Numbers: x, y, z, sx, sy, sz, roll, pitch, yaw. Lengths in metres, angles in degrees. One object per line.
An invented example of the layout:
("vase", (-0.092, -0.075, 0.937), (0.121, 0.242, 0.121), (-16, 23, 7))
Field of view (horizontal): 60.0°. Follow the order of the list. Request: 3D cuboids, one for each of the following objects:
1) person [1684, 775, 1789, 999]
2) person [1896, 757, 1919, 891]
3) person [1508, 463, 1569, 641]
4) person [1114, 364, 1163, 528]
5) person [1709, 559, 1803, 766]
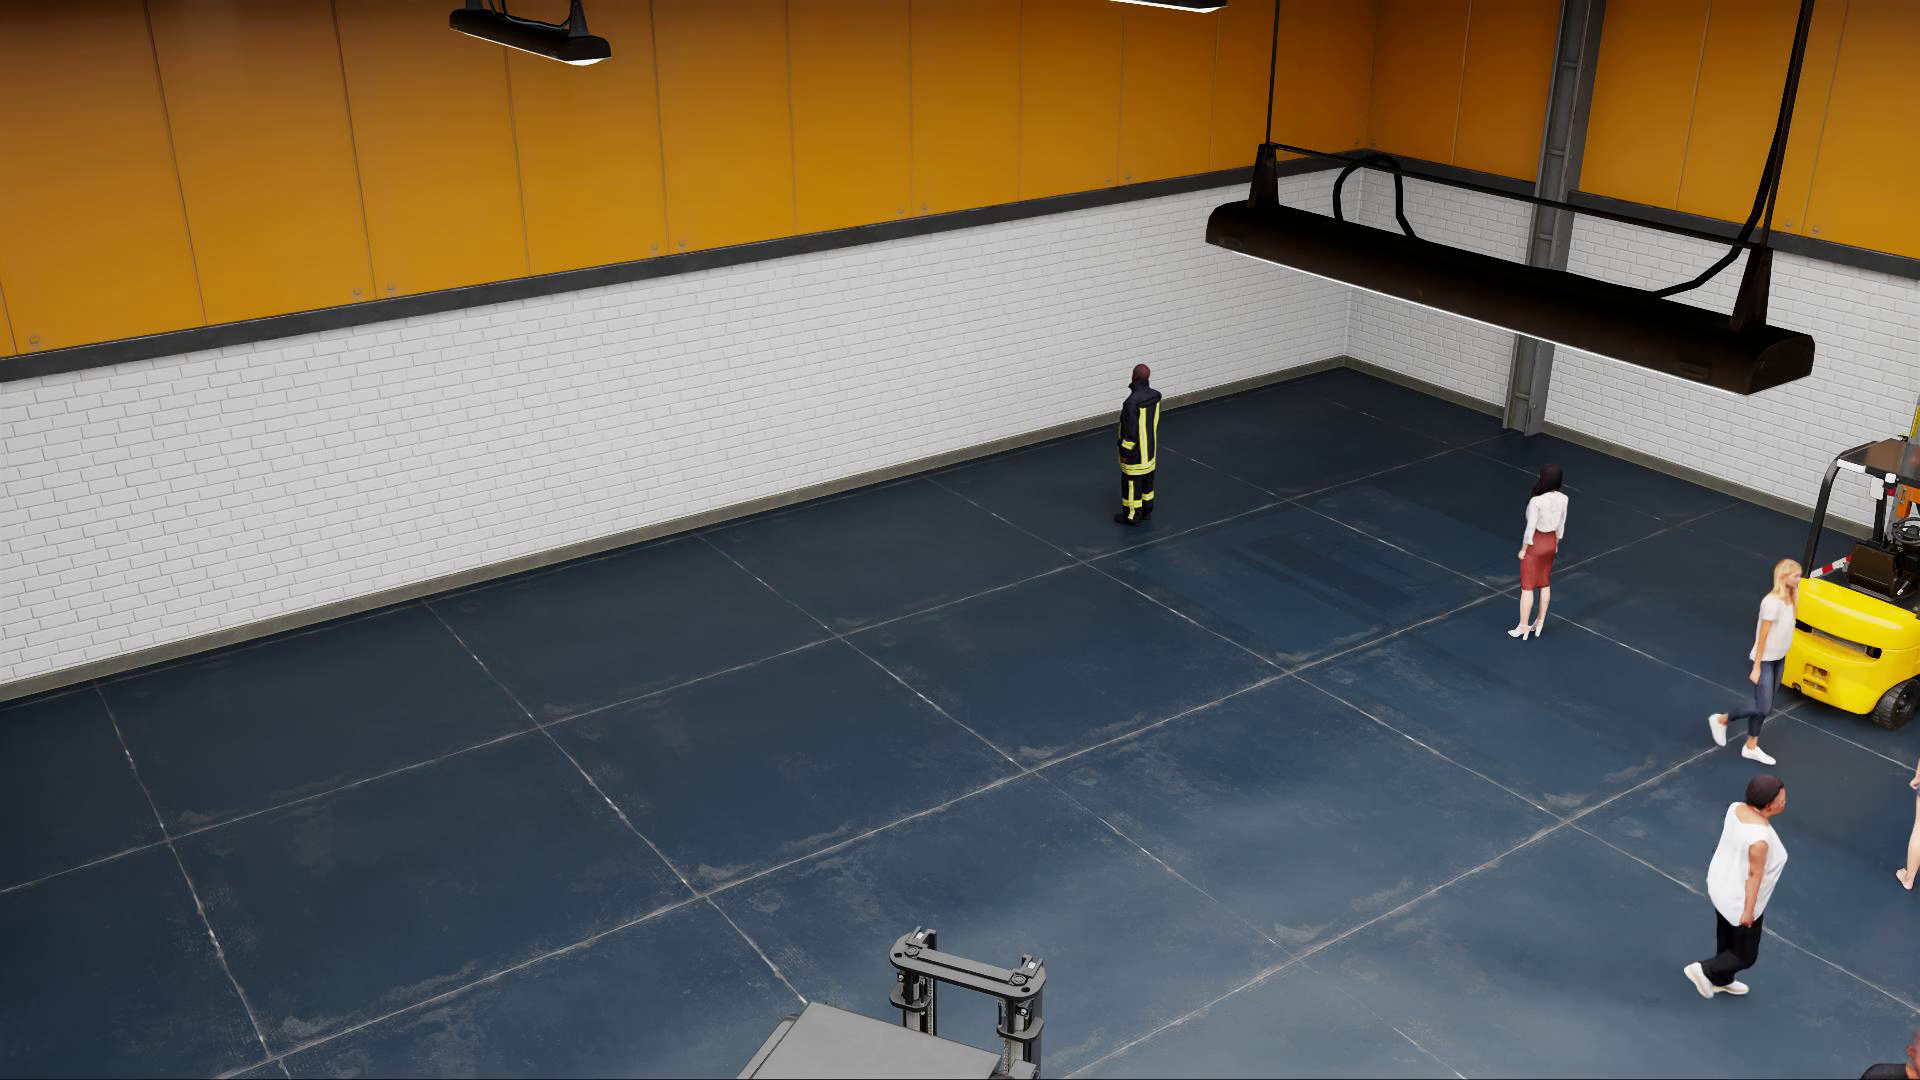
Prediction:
("person", (4.992, 2.264, 10.747), (0.902, 1.675, 0.839), (2, 24, 6))
("person", (7.053, 1.743, 11.873), (0.649, 1.728, 0.741), (9, 25, 20))
("person", (5.428, 0.108, 15.585), (0.635, 1.751, 0.572), (-10, 26, -22))
("person", (1.959, -1.059, 18.164), (0.748, 1.823, 0.802), (20, 30, 38))
("person", (6.489, 0.970, 13.549), (0.663, 1.802, 0.809), (-19, 30, -37))
